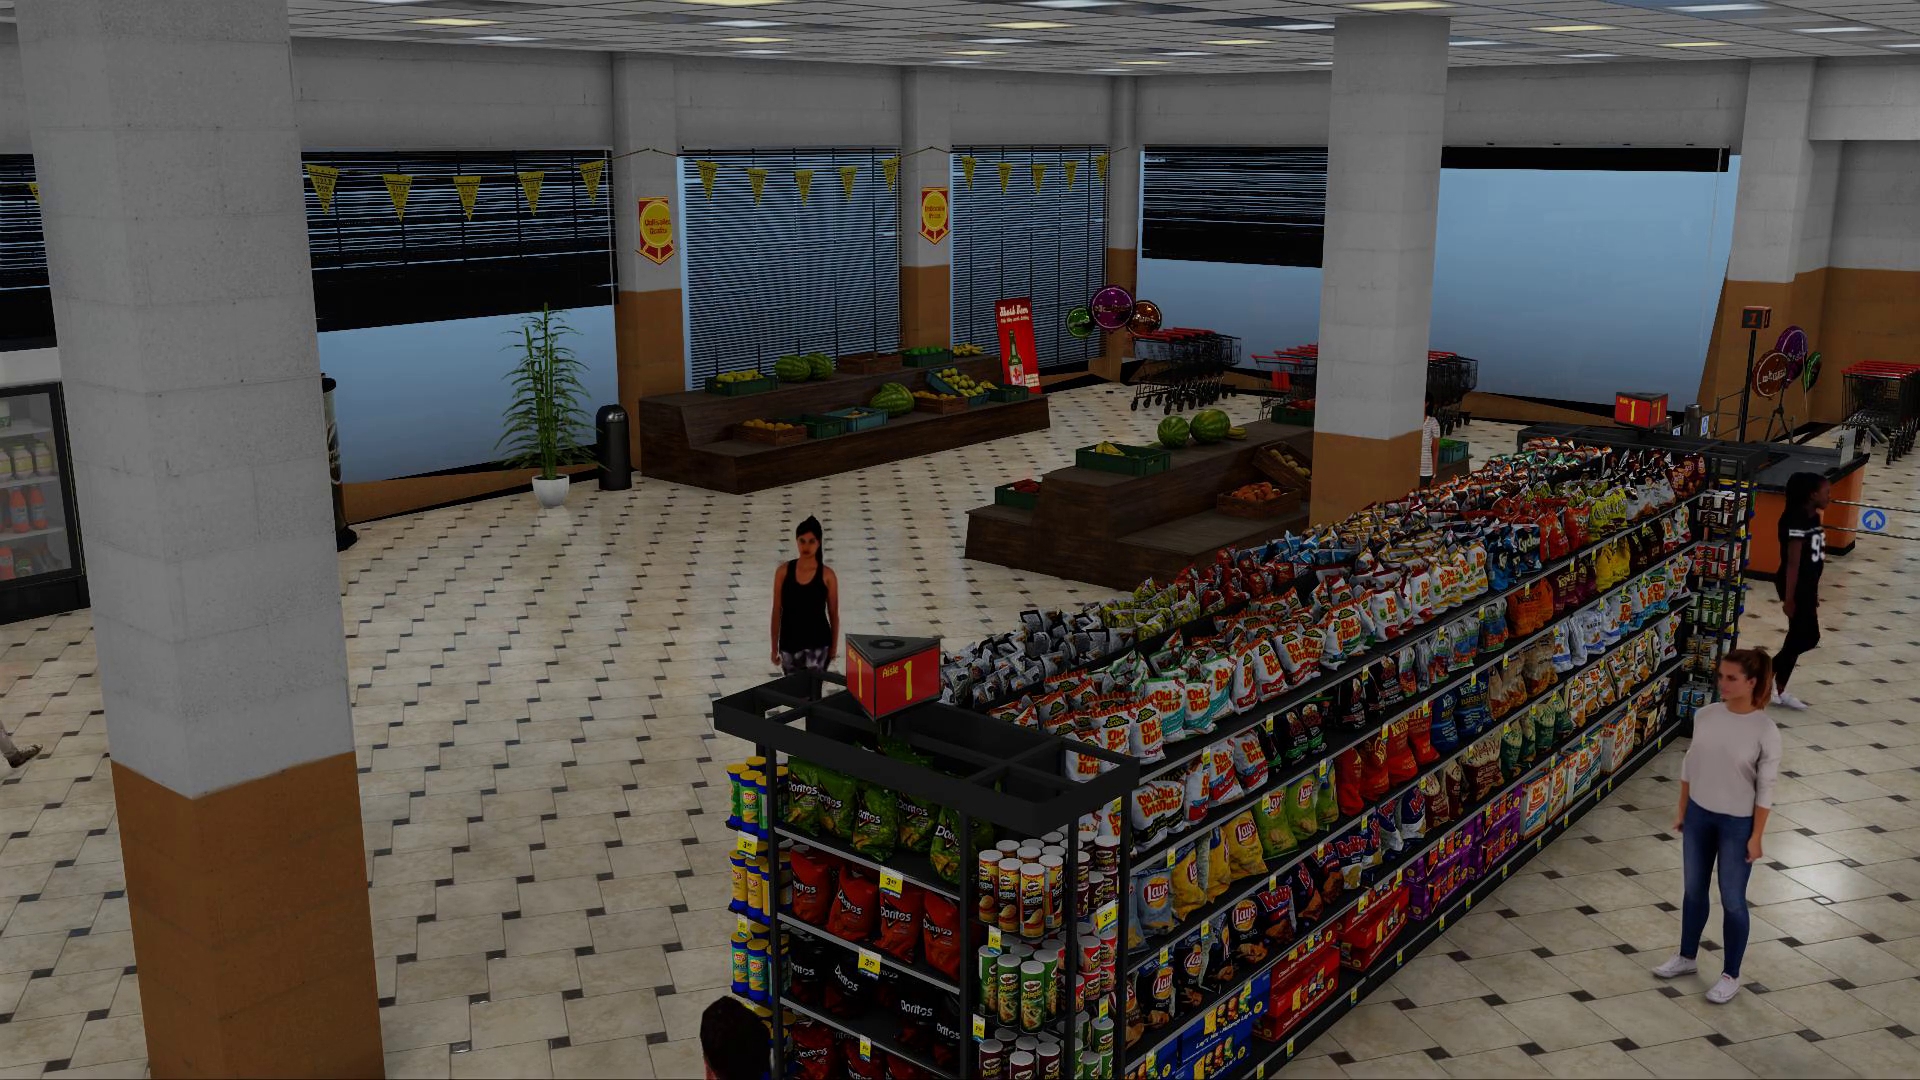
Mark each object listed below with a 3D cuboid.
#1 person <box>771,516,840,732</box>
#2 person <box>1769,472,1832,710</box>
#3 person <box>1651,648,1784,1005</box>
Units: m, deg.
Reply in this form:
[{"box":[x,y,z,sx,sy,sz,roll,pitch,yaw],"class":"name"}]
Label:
[{"box":[-1.009,0.666,10.918,0.947,1.630,1.133,2,14,7],"class":"person"},{"box":[5.939,0.366,11.965,0.690,1.720,0.593,12,18,42],"class":"person"},{"box":[3.642,1.343,7.935,0.638,1.720,0.673,-8,16,-30],"class":"person"}]
